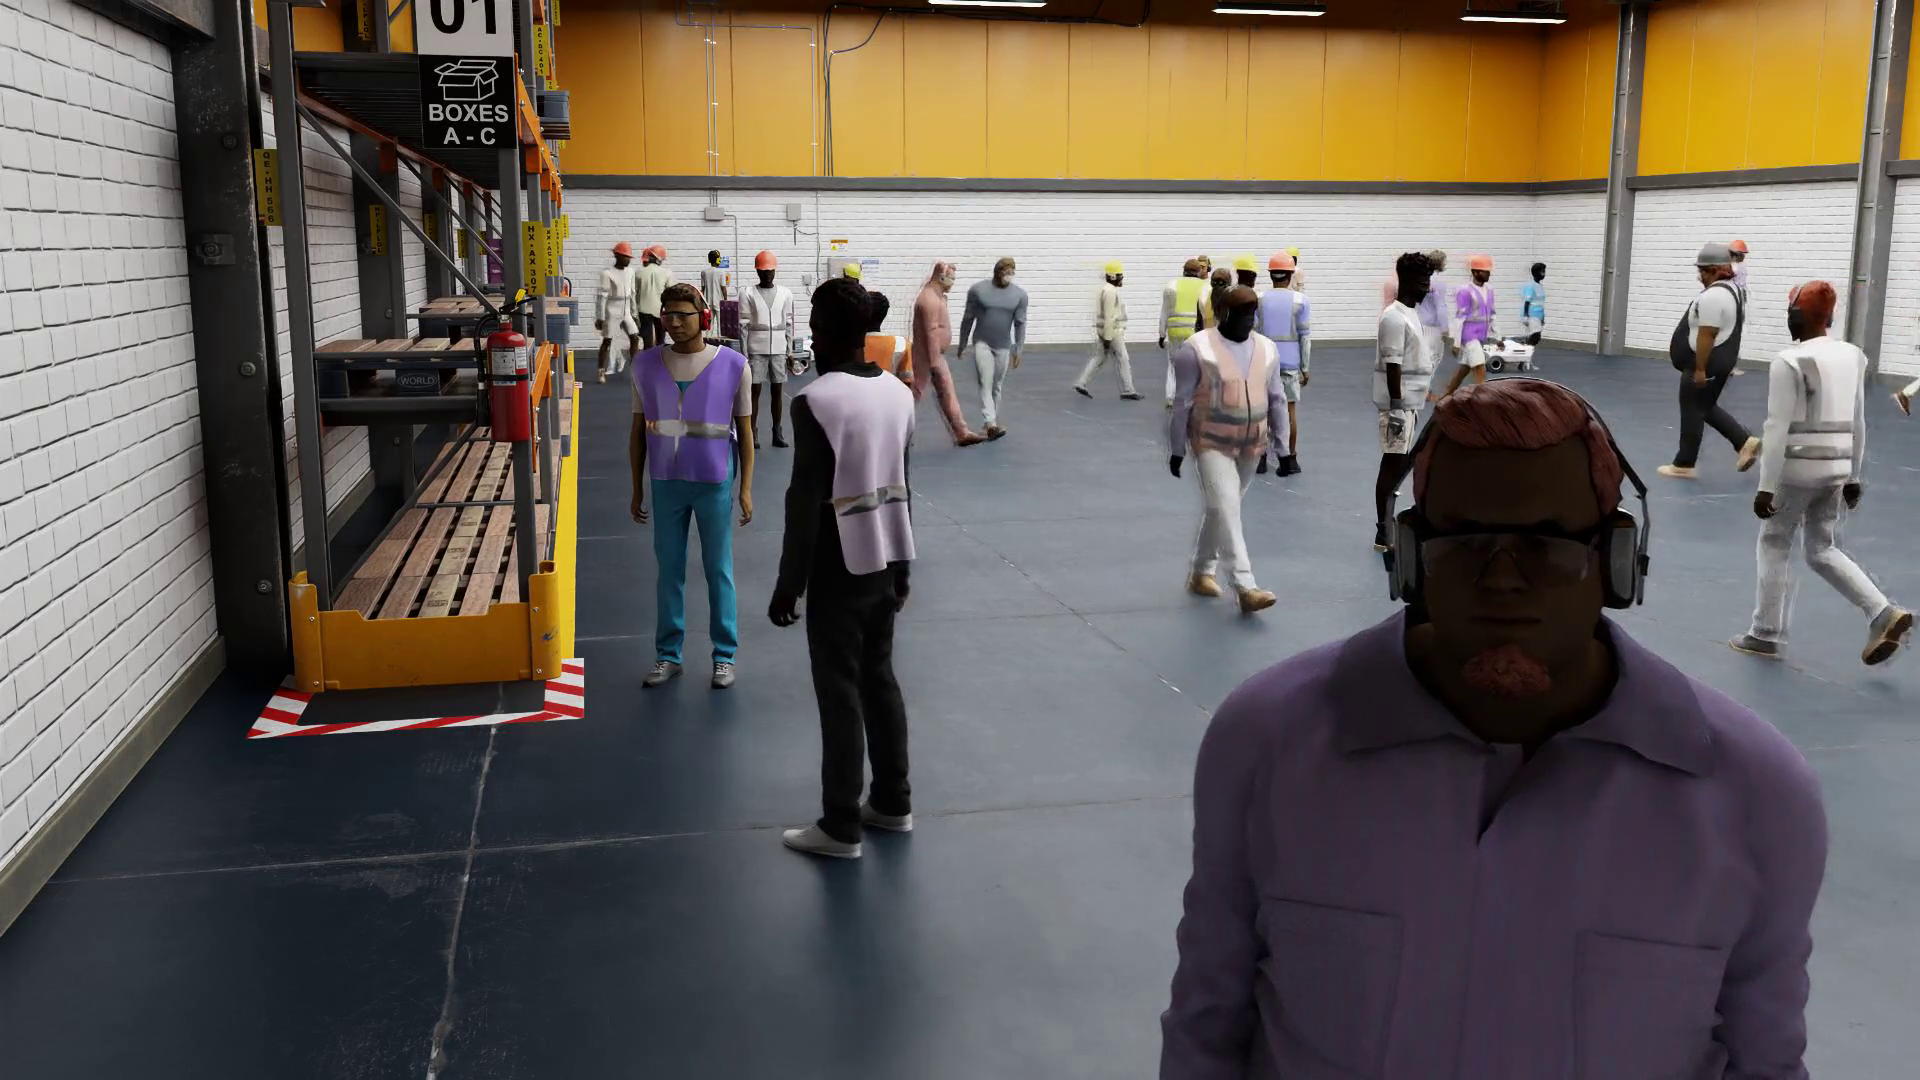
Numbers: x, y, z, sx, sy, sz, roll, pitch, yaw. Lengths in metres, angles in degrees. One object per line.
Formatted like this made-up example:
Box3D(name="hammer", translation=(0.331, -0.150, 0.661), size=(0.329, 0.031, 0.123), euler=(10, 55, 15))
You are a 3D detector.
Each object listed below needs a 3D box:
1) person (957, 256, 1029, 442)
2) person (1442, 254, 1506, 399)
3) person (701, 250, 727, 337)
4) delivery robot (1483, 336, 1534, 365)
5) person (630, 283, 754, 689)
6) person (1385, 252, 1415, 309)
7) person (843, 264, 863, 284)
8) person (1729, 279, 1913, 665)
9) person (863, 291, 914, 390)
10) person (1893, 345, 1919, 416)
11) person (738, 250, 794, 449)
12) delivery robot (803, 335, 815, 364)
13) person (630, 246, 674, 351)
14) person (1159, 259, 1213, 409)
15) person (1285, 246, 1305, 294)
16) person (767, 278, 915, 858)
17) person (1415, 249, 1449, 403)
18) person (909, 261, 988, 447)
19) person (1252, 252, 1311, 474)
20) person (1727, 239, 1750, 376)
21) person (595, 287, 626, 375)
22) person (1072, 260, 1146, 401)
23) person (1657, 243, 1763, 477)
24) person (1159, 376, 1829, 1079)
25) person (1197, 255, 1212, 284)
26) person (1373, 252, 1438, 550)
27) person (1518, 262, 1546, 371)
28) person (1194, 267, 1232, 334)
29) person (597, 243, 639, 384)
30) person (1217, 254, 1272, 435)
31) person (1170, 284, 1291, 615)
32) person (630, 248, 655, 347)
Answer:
Box3D(name="person", translation=(0.344, -1.932, 16.867), size=(0.683, 1.875, 0.982), euler=(-1, 10, -7))
Box3D(name="person", translation=(5.858, -2.306, 18.943), size=(0.562, 1.888, 1.011), euler=(-9, 14, -42))
Box3D(name="person", translation=(-4.088, -3.907, 27.825), size=(0.519, 1.874, 0.327), euler=(5, 11, 24))
Box3D(name="delivery robot", translation=(8.438, -2.894, 25.597), size=(0.707, 0.478, 0.477), euler=(0, 10, 3))
Box3D(name="person", translation=(-1.218, -0.244, 7.598), size=(0.575, 1.843, 0.375), euler=(1, 10, 6))
Box3D(name="person", translation=(5.970, -2.912, 22.305), size=(0.684, 1.878, 0.744), euler=(-3, 11, -16))
Box3D(name="person", translation=(-1.598, -2.851, 22.404), size=(0.504, 1.720, 0.607), euler=(-7, 13, -35))
Box3D(name="person", translation=(4.102, -0.301, 7.893), size=(0.609, 1.858, 0.752), euler=(-5, 11, -24))
Box3D(name="person", translation=(-0.574, -0.816, 11.181), size=(0.537, 1.696, 0.321), euler=(-2, 10, -10))
Box3D(name="person", translation=(11.091, -2.299, 18.976), size=(0.645, 1.851, 0.531), euler=(1, 10, 5))
Box3D(name="person", translation=(-1.881, -1.858, 16.286), size=(0.549, 1.936, 0.376), euler=(-4, 11, -21))
Box3D(name="delivery robot", translation=(-2.313, -2.944, 25.878), size=(0.707, 0.478, 0.477), euler=(-5, 11, -27))
Box3D(name="person", translation=(-4.540, -3.354, 24.539), size=(0.634, 1.939, 0.947), euler=(-2, 10, -12))
Box3D(name="person", translation=(2.695, -2.409, 19.686), size=(0.652, 1.815, 0.535), euler=(3, 11, 14))
Box3D(name="person", translation=(5.624, -4.029, 28.337), size=(0.355, 1.930, 0.587), euler=(-10, 14, -43))
Box3D(name="person", translation=(-0.354, 0.094, 5.551), size=(0.388, 1.911, 0.591), euler=(6, 12, 29))
Box3D(name="person", translation=(5.946, -2.666, 20.810), size=(0.524, 1.917, 0.650), euler=(-1, 10, -7))
Box3D(name="person", translation=(-0.278, -1.805, 16.320), size=(1.021, 1.836, 0.717), euler=(1, 10, 7))
Box3D(name="person", translation=(2.780, -1.541, 14.536), size=(0.551, 1.932, 0.377), euler=(3, 11, 16))
Box3D(name="person", translation=(11.609, -3.482, 24.996), size=(0.394, 2.040, 0.615), euler=(-2, 10, -12))
Box3D(name="person", translation=(-5.302, -3.344, 25.460), size=(0.519, 1.614, 0.761), euler=(4, 11, 23))
Box3D(name="person", translation=(1.869, -2.655, 21.118), size=(0.906, 1.801, 0.586), euler=(-1, 10, -5))
Box3D(name="person", translation=(6.428, -1.527, 14.165), size=(0.724, 2.000, 0.697), euler=(8, 13, 39))
Box3D(name="person", translation=(0.512, 0.789, 1.703), size=(0.639, 1.910, 0.406), euler=(3, 11, 15))
Box3D(name="person", translation=(3.232, -2.869, 22.188), size=(0.504, 1.837, 0.350), euler=(5, 11, 26))
Box3D(name="person", translation=(2.913, -0.906, 10.954), size=(0.368, 1.959, 0.602), euler=(4, 11, 22))
Box3D(name="person", translation=(8.928, -3.456, 25.807), size=(0.370, 1.681, 0.542), euler=(9, 13, 40))
Box3D(name="person", translation=(2.862, -2.055, 17.897), size=(0.645, 1.772, 1.063), euler=(7, 13, 35))
Box3D(name="person", translation=(-4.819, -3.208, 23.623), size=(0.919, 1.984, 0.733), euler=(7, 13, 36))
Box3D(name="person", translation=(2.997, -2.004, 17.247), size=(0.941, 1.883, 0.593), euler=(6, 12, 32))
Box3D(name="person", translation=(1.533, -0.508, 9.216), size=(0.645, 1.785, 0.974), euler=(-4, 11, -23))
Box3D(name="person", translation=(-4.986, -3.691, 26.538), size=(0.645, 1.904, 0.588), euler=(10, 14, 44))
